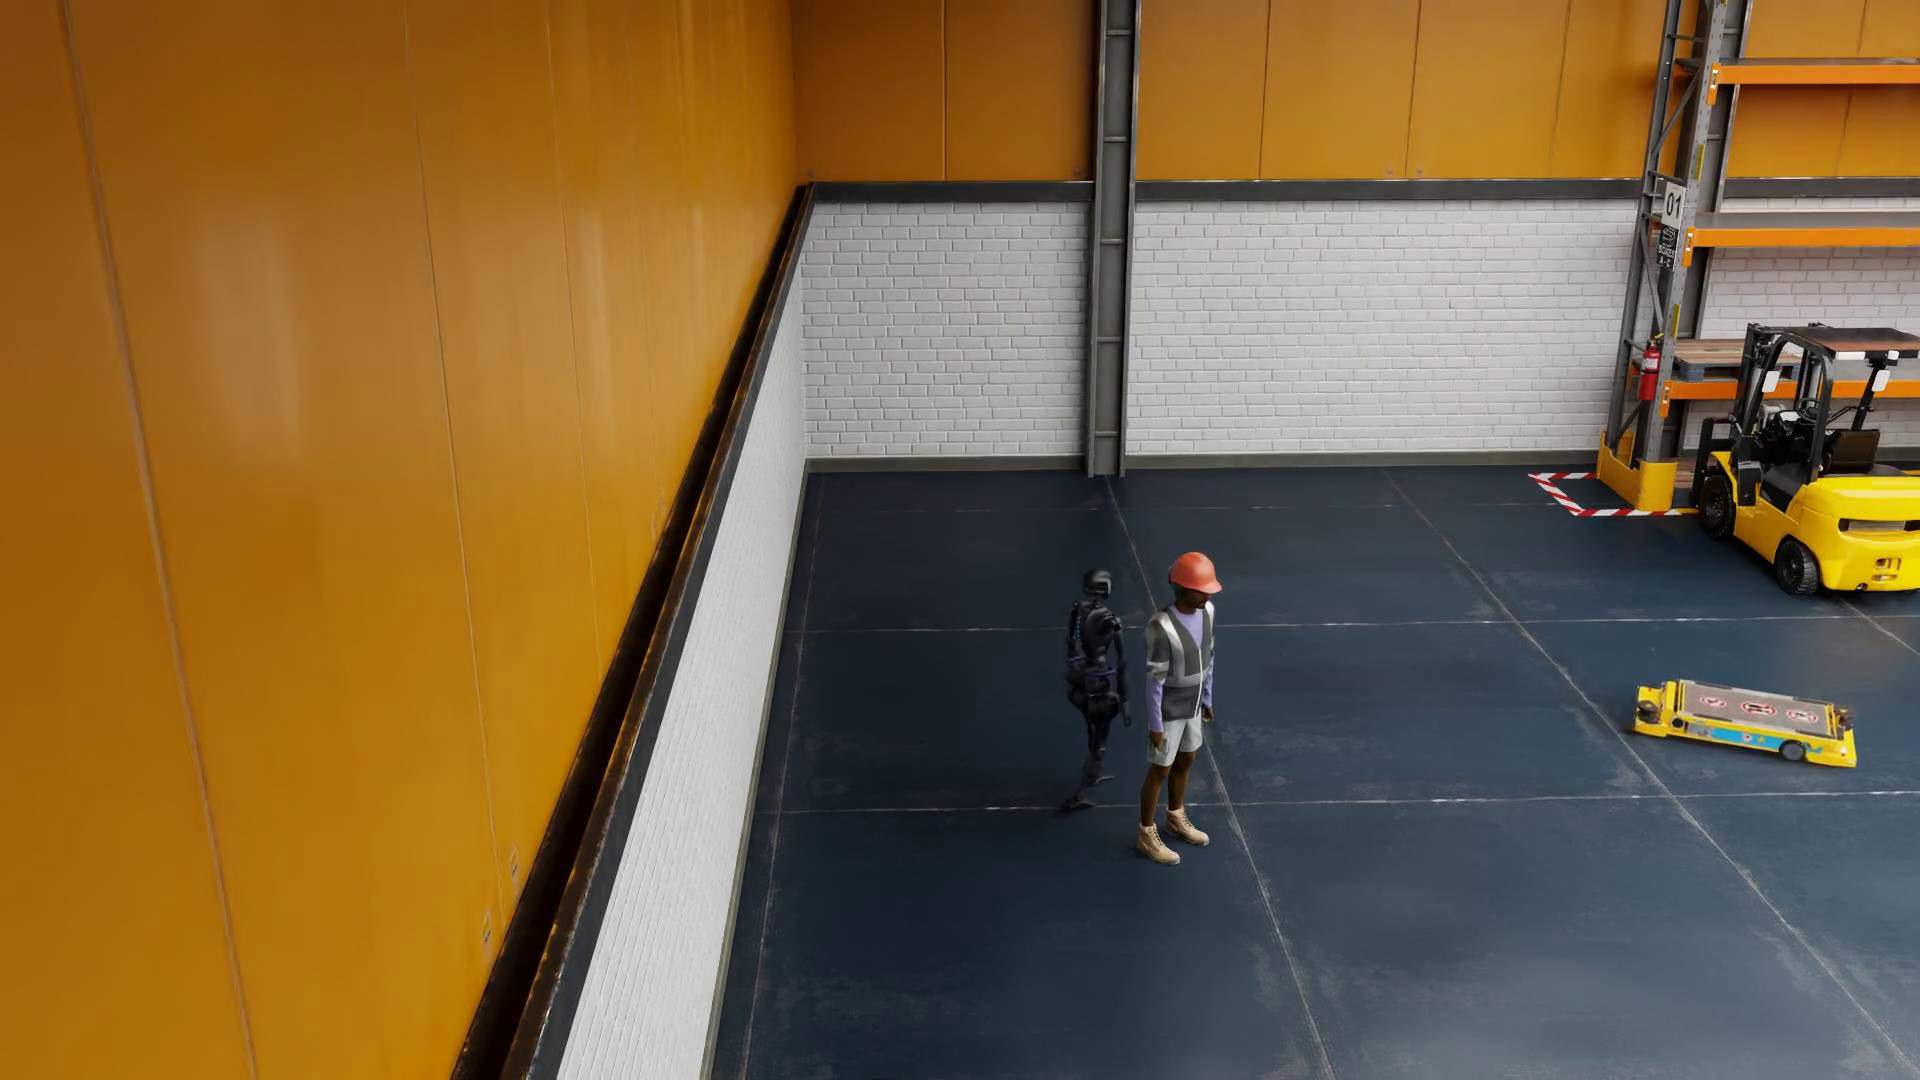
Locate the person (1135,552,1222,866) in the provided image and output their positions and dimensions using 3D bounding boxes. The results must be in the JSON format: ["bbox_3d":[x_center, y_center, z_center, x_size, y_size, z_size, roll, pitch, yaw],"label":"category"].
[{"bbox_3d":[1.375,1.026,10.236,0.414,2.034,0.601,18,27,40],"label":"person"}]

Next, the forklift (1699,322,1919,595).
[{"bbox_3d":[7.809,-0.792,14.926,1.214,2.155,2.313,-1,20,-2],"label":"forklift"}]

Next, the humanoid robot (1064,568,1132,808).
[{"bbox_3d":[0.904,0.957,10.949,0.607,1.637,0.609,-15,25,-34],"label":"humanoid robot"}]

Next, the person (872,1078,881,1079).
[{"bbox_3d":[-0.241,2.715,6.148,0.321,1.689,0.532,-3,20,-9],"label":"person"}]

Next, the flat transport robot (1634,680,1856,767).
[{"bbox_3d":[5.662,1.306,12.013,1.431,0.231,0.659,9,22,22],"label":"flat transport robot"}]
